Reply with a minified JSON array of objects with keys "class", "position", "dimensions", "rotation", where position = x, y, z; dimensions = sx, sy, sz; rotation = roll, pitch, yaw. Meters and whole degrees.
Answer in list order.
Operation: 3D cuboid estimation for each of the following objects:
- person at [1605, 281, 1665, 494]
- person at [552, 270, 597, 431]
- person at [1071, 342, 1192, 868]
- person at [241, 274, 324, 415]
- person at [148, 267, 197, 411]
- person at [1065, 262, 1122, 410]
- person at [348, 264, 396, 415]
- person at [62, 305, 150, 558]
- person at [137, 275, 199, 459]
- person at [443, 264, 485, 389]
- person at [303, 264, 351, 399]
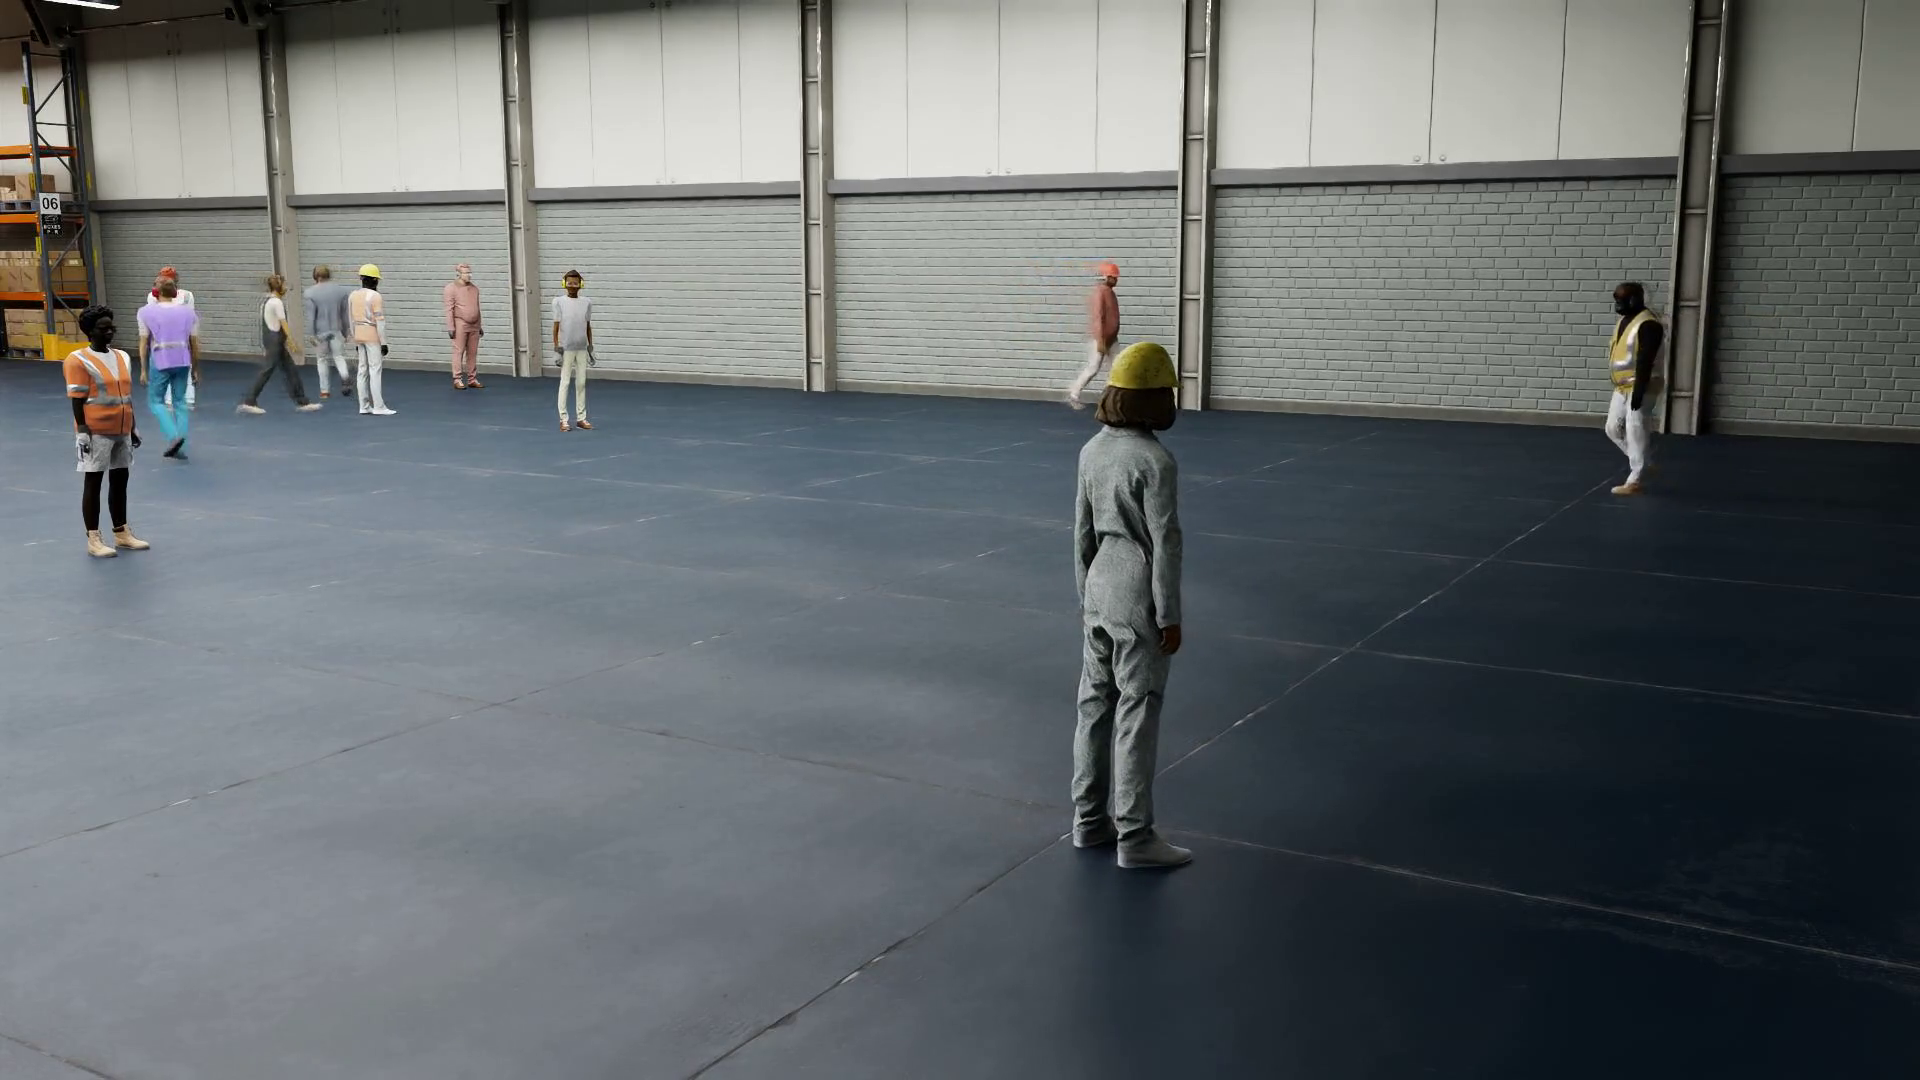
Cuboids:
[{"class":"person","position":[5.727,-1.281,14.121],"dimensions":[0.444,1.816,0.633],"rotation":[0,10,-3]},{"class":"person","position":[-4.479,-2.202,19.350],"dimensions":[0.513,1.866,0.331],"rotation":[-8,12,-38]},{"class":"person","position":[0.582,0.212,5.567],"dimensions":[0.324,1.742,0.492],"rotation":[-6,11,-31]},{"class":"person","position":[-8.788,-2.500,21.337],"dimensions":[0.998,1.797,0.521],"rotation":[-5,11,-26]},{"class":"person","position":[-10.306,-2.630,21.797],"dimensions":[0.584,1.882,0.349],"rotation":[-8,13,-41]},{"class":"person","position":[1.837,-2.632,21.617],"dimensions":[0.996,1.956,0.634],"rotation":[6,11,29]},{"class":"person","position":[-7.509,-2.544,21.195],"dimensions":[0.584,1.918,0.381],"rotation":[6,11,32]},{"class":"person","position":[-5.783,-0.737,11.265],"dimensions":[0.318,1.697,0.535],"rotation":[3,10,16]},{"class":"person","position":[-7.867,-1.708,16.546],"dimensions":[0.449,1.828,0.601],"rotation":[9,13,42]},{"class":"person","position":[-7.541,-3.256,25.398],"dimensions":[0.407,1.904,0.654],"rotation":[6,11,32]},{"class":"person","position":[-8.910,-2.938,23.496],"dimensions":[0.641,1.920,0.647],"rotation":[-9,13,-43]}]
